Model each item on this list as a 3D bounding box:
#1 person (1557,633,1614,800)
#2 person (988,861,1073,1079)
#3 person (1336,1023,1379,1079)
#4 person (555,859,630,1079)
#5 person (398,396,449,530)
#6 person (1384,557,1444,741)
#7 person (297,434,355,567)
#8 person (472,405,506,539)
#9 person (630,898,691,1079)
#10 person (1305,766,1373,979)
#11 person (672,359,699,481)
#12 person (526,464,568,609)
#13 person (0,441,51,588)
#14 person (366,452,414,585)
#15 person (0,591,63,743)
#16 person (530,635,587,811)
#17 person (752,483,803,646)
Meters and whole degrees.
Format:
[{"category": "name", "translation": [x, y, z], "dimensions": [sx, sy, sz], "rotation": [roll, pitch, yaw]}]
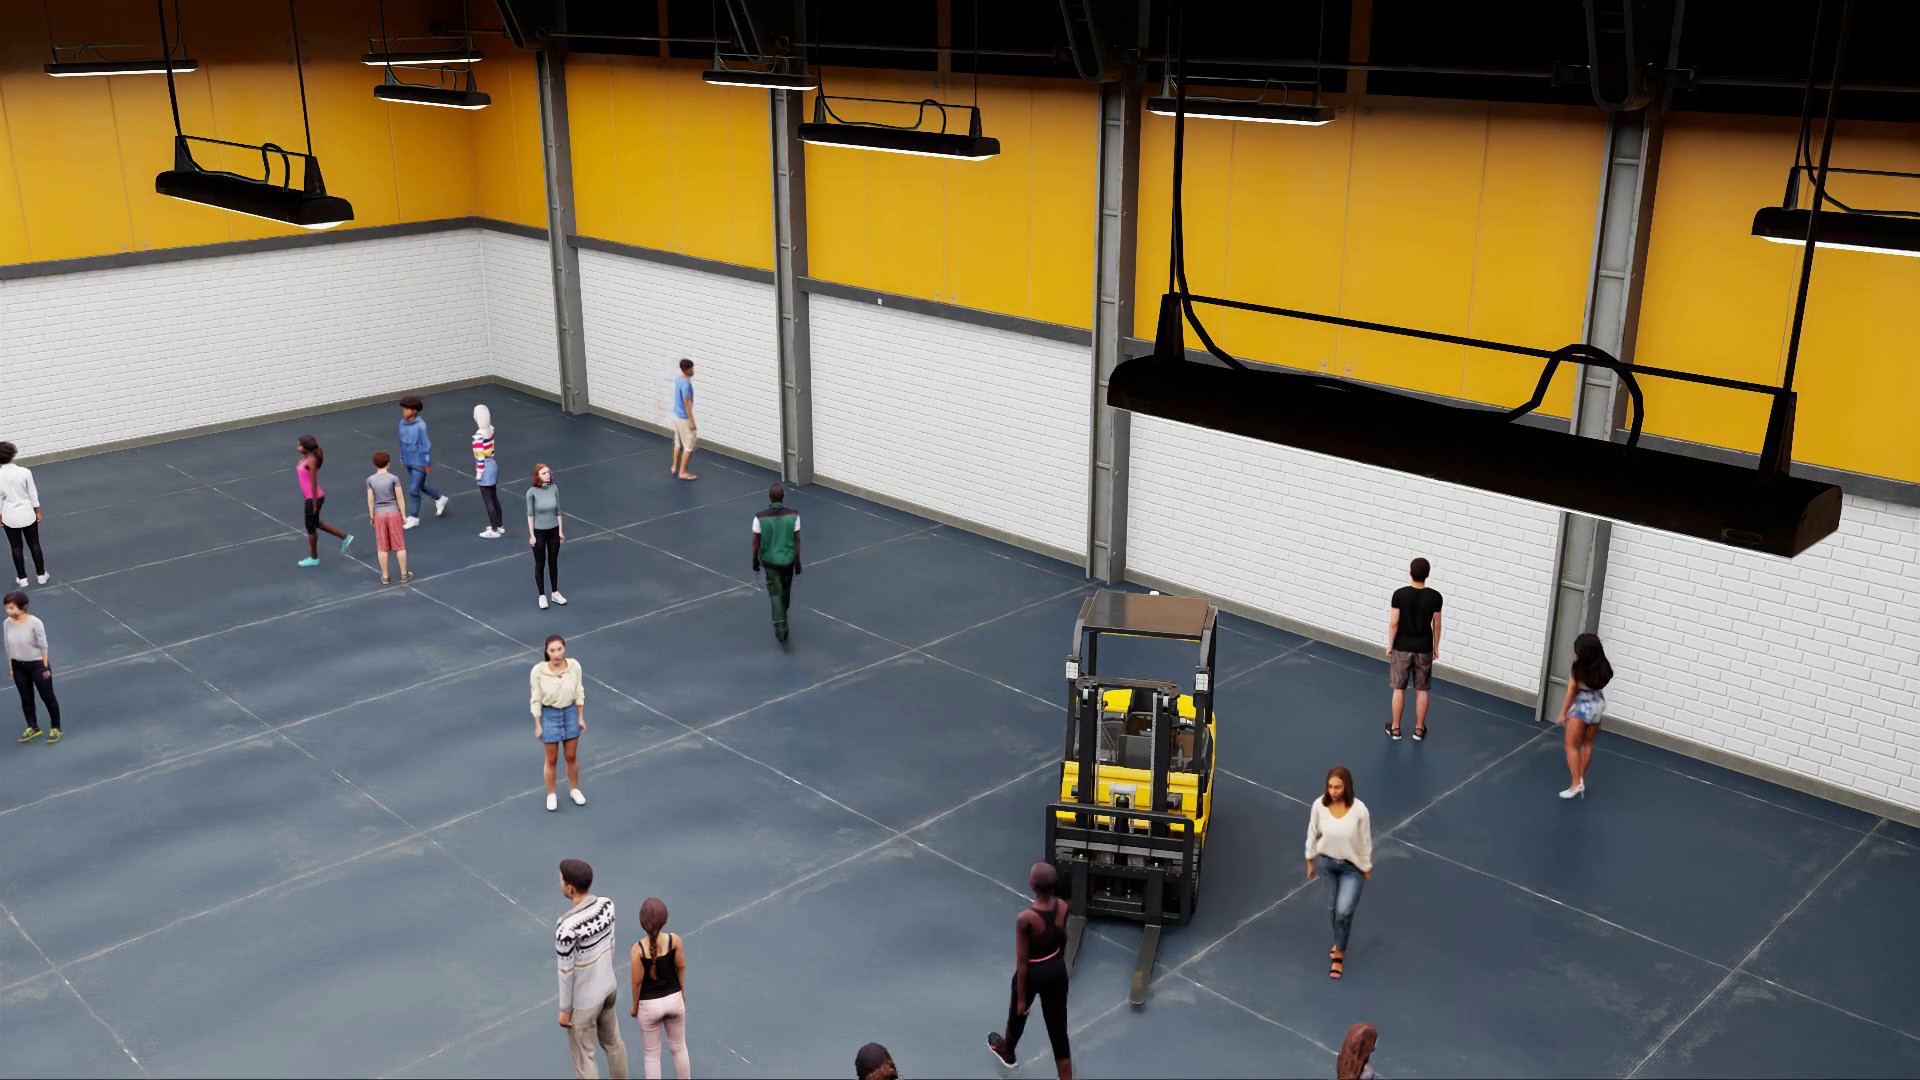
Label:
[{"category": "person", "translation": [5.669, 1.569, 15.069], "dimensions": [0.678, 1.594, 0.636], "rotation": [-5, 19, -15]}, {"category": "person", "translation": [0.584, 2.943, 10.809], "dimensions": [0.837, 1.707, 1.243], "rotation": [-10, 21, -28]}, {"category": "person", "translation": [2.386, 3.456, 10.244], "dimensions": [0.733, 1.096, 0.696], "rotation": [-2, 19, -7]}, {"category": "person", "translation": [-2.375, 2.909, 10.692], "dimensions": [0.708, 1.848, 0.743], "rotation": [8, 20, 22]}, {"category": "person", "translation": [-7.346, -1.088, 22.667], "dimensions": [1.114, 1.779, 0.882], "rotation": [12, 22, 32]}, {"category": "person", "translation": [4.402, 1.053, 16.181], "dimensions": [0.737, 1.861, 0.828], "rotation": [2, 19, 7]}, {"category": "person", "translation": [-8.116, -0.518, 21.084], "dimensions": [0.827, 1.709, 0.943], "rotation": [-9, 21, -25]}, {"category": "person", "translation": [-6.293, -0.926, 22.140], "dimensions": [0.733, 1.808, 0.710], "rotation": [2, 19, 6]}, {"category": "person", "translation": [-1.945, 3.018, 10.810], "dimensions": [0.597, 1.565, 0.601], "rotation": [-9, 21, -26]}, {"category": "person", "translation": [2.886, 2.414, 12.464], "dimensions": [0.739, 1.655, 0.780], "rotation": [11, 22, 30]}, {"category": "person", "translation": [-4.135, -1.801, 24.717], "dimensions": [1.043, 1.823, 0.691], "rotation": [-13, 23, -34]}, {"category": "person", "translation": [-4.904, -0.062, 19.685], "dimensions": [0.607, 1.738, 0.582], "rotation": [-13, 23, -34]}, {"category": "person", "translation": [-11.531, -0.326, 20.362], "dimensions": [0.684, 1.807, 0.633], "rotation": [-10, 21, -28]}, {"category": "person", "translation": [-7.044, -0.277, 20.461], "dimensions": [0.676, 1.650, 0.700], "rotation": [-3, 19, -10]}, {"category": "person", "translation": [-9.040, 1.214, 16.190], "dimensions": [0.604, 1.550, 0.676], "rotation": [1, 19, 3]}, {"category": "person", "translation": [-3.586, 1.609, 14.890], "dimensions": [0.707, 1.631, 0.670], "rotation": [-9, 21, -24]}, {"category": "person", "translation": [-2.018, 0.301, 18.516], "dimensions": [1.093, 1.797, 1.294], "rotation": [-4, 19, -12]}]
